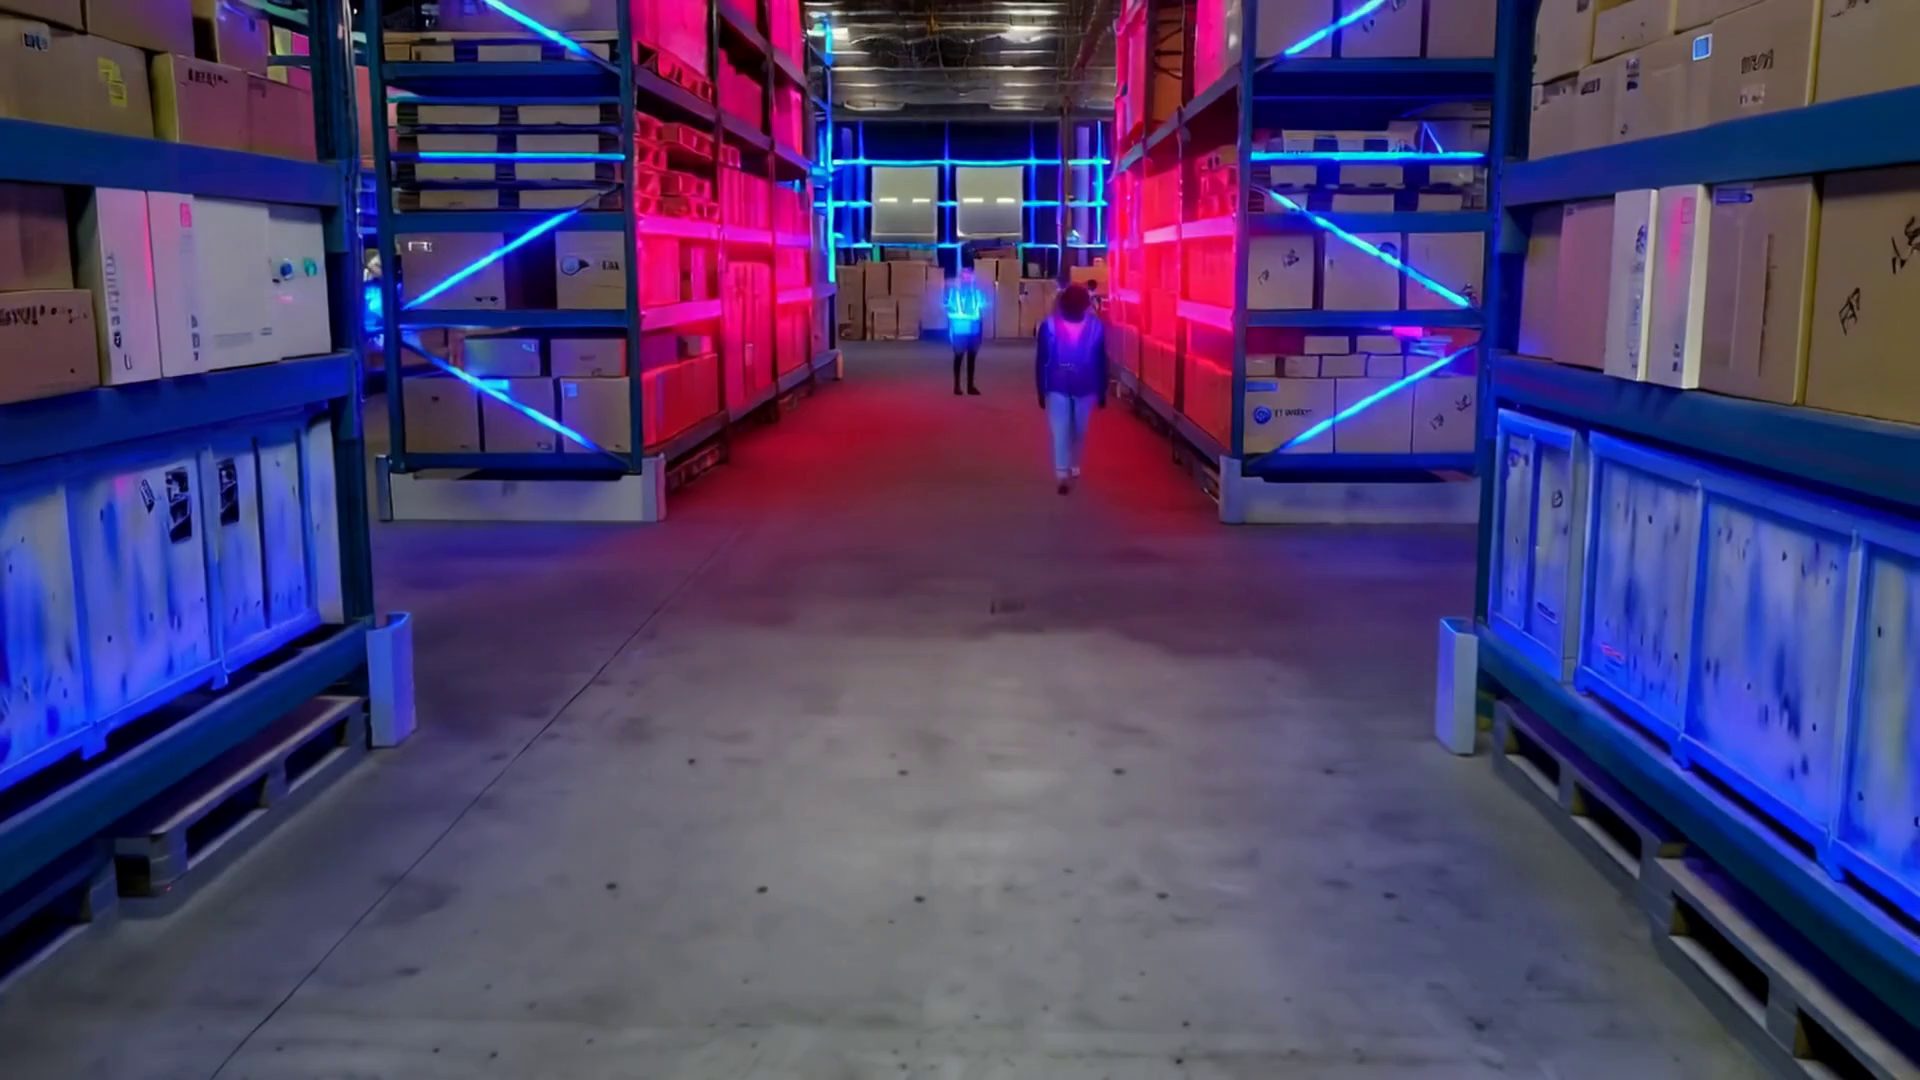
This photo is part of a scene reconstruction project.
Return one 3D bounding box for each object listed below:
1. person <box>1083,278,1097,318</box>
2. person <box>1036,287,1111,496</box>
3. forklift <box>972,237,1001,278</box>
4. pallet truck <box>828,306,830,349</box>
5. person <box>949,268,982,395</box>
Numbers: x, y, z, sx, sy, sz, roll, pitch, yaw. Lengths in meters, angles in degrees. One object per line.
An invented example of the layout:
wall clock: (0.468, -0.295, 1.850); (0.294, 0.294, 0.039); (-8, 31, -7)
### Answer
person: (2.912, -5.175, 38.180); (0.576, 1.673, 0.537); (0, 9, -3)
person: (0.999, -1.312, 14.636); (0.648, 1.811, 0.793); (-1, 10, -4)
forklift: (0.842, -8.322, 53.410); (1.129, 2.768, 1.873); (0, 9, 1)
pallet truck: (-3.100, -3.940, 29.800); (1.885, 1.965, 0.823); (3, 10, 19)
person: (0.099, -3.185, 25.461); (0.544, 1.939, 0.354); (-4, 10, -22)
